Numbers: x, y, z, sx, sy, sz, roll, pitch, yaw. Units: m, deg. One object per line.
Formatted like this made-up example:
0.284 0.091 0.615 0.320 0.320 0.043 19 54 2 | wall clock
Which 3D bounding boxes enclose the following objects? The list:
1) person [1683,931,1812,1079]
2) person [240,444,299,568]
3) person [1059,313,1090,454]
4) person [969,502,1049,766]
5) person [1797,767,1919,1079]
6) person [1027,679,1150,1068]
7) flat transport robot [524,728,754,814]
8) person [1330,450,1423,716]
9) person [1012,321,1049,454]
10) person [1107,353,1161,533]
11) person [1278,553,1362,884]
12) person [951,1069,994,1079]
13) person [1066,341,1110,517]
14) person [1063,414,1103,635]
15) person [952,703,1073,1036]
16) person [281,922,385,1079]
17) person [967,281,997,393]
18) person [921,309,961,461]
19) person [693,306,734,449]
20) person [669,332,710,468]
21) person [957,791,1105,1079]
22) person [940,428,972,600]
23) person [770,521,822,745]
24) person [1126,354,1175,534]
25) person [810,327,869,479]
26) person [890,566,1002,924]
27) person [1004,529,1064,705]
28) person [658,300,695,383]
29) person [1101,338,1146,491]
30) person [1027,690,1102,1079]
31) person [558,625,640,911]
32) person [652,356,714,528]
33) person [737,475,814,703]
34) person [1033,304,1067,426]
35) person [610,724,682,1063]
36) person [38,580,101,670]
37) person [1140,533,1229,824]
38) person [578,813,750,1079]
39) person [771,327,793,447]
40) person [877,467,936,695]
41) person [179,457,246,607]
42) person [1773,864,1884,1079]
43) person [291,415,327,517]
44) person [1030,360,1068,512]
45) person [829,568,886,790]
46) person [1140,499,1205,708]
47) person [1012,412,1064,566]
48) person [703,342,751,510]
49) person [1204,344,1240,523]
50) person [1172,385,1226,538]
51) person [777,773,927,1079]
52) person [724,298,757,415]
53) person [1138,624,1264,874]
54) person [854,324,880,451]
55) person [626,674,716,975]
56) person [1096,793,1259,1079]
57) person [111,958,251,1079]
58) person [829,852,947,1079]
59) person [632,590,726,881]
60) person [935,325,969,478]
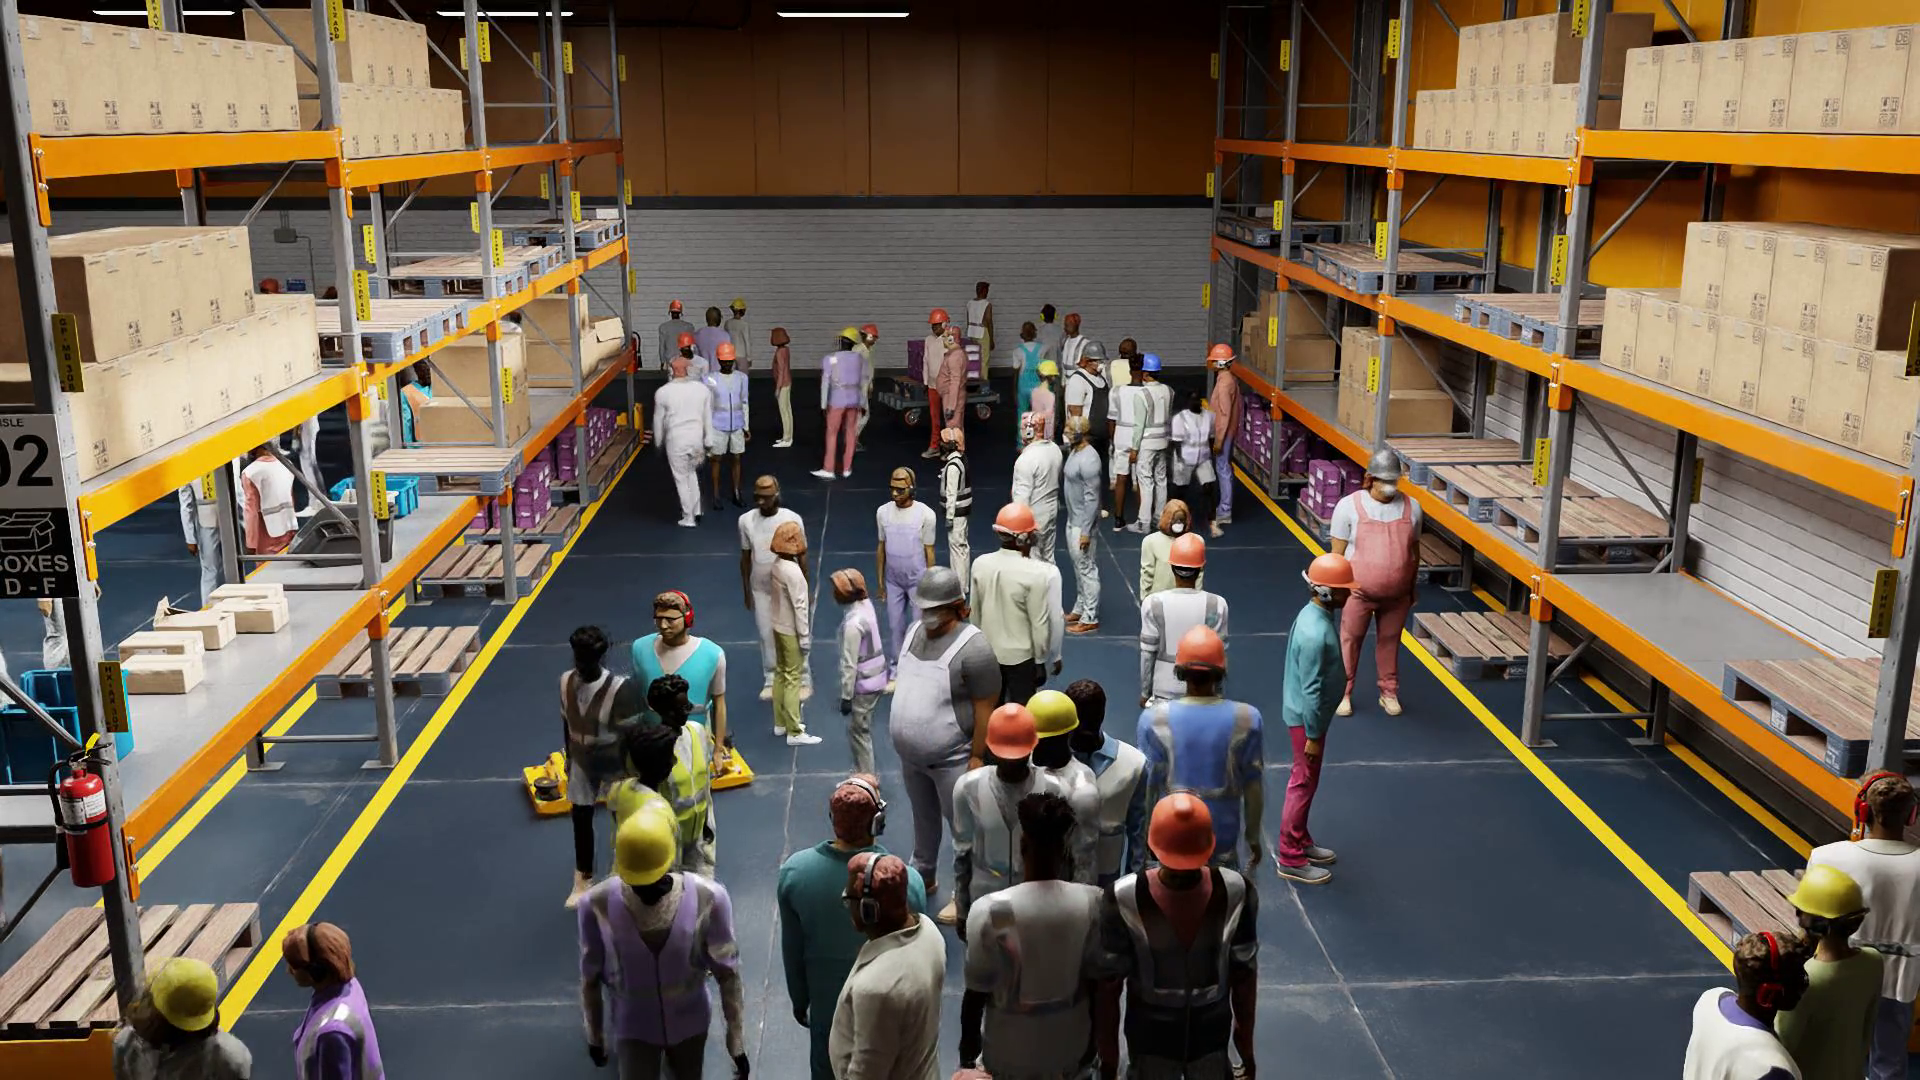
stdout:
2.597 2.168 5.596 0.389 1.846 0.567 0 14 0 | person
-5.859 -0.048 14.180 0.405 1.909 0.597 3 15 13 | person
1.536 -2.093 22.266 0.374 1.879 0.589 -7 16 -26 | person
0.337 0.731 10.940 0.612 1.994 0.395 12 18 39 | person
3.749 1.847 6.882 0.560 1.836 0.394 4 15 15 | person
0.580 1.560 7.838 0.591 1.919 0.390 2 14 9 | person
-2.171 1.536 11.217 1.431 0.197 0.652 -6 15 -21 | flat transport robot
3.124 0.328 12.430 0.689 2.000 0.538 -1 14 -2 | person
0.931 -1.980 21.943 0.496 1.807 0.876 -2 14 -6 | person
1.886 -1.049 18.010 0.607 1.958 0.378 5 15 17 | person
2.101 1.037 9.773 0.409 1.987 0.607 3 15 13 | person
0.055 2.383 4.665 0.644 1.896 0.400 -9 17 -31 | person
1.469 -1.211 18.473 0.535 2.000 0.681 8 16 29 | person
1.058 -0.138 14.467 0.362 1.936 0.631 -1 14 -5 | person
0.234 1.642 7.506 0.546 1.930 0.386 1 14 5 | person
-2.251 2.152 6.093 0.315 1.631 0.524 -5 15 -19 | person
0.331 -3.247 26.862 0.390 1.841 0.566 -12 19 -40 | person
-0.253 -2.037 21.804 0.617 1.993 0.396 12 19 39 | person
-3.313 -2.188 22.514 0.627 1.940 0.373 7 16 26 | person
-3.471 -1.791 21.323 0.564 1.751 0.342 4 15 15 | person
0.286 1.919 6.384 0.646 1.940 0.473 -5 15 -20 | person
-0.039 -0.240 15.481 0.314 1.633 0.518 2 14 8 | person
-1.205 0.659 11.938 0.282 1.636 0.500 -7 16 -26 | person
2.057 -1.043 17.997 0.386 1.948 0.601 13 19 42 | person
-1.496 -1.707 20.756 0.765 1.871 0.419 -6 16 -24 | person
-0.139 1.128 9.293 0.688 2.000 0.539 14 20 43 | person
0.380 0.770 11.124 0.596 1.848 0.687 6 16 23 | person
-4.230 -2.716 24.950 0.563 1.753 0.327 -3 15 -11 | person
2.008 -1.505 20.023 0.621 1.845 0.429 6 15 21 | person
0.437 1.600 7.688 0.396 1.918 0.589 -5 15 -19 | person
-2.024 1.242 9.593 0.548 1.668 0.716 6 16 23 | person
-3.069 -1.079 18.284 0.637 1.880 0.598 -11 18 -36 | person
-1.415 0.376 12.707 0.542 1.819 0.459 2 14 8 | person
1.284 -2.444 23.750 0.522 1.817 0.926 0 14 -1 | person
-1.462 1.682 7.831 0.392 1.667 0.580 -8 16 -27 | person
-6.739 0.353 12.538 0.372 1.940 0.630 2 14 9 | person
1.386 0.910 10.351 0.543 1.939 0.360 2 14 6 | person
-1.139 1.927 6.458 0.622 1.875 0.847 -3 15 -13 | person
-2.436 -2.085 22.714 0.279 1.634 0.497 1 14 5 | person
-0.416 0.328 12.852 0.501 1.839 0.340 6 16 23 | person
-6.442 -0.102 14.390 0.398 1.909 0.600 8 16 30 | person
3.175 2.052 6.225 0.526 1.762 0.339 -7 16 -25 | person
-7.416 -1.189 18.771 0.360 1.858 0.517 -1 14 -2 | person
1.024 -1.171 18.882 0.585 1.747 0.539 -7 16 -27 | person
-0.659 0.949 10.844 0.354 1.617 0.559 1 14 2 | person
1.606 0.485 12.632 0.497 1.632 0.289 -2 14 -10 | person
0.654 -0.197 14.781 0.399 1.900 0.644 9 17 30 | person
-2.654 -1.307 19.053 0.548 1.936 0.378 -7 16 -25 | person
2.899 -1.182 18.447 0.396 1.993 0.618 4 15 15 | person
2.521 -0.831 17.758 0.544 1.648 0.836 -4 15 -17 | person
-0.394 1.852 6.716 0.638 1.909 0.408 4 15 17 | person
-3.337 -2.767 25.129 0.526 1.769 0.329 11 18 37 | person
1.157 1.437 8.096 0.643 2.030 0.717 3 15 10 | person
-1.325 -2.061 22.456 0.514 1.709 0.583 1 14 5 | person
-1.466 1.494 8.536 0.320 1.698 0.531 9 17 31 | person
0.825 1.897 6.306 0.611 2.031 0.408 -1 14 -5 | person
-2.746 2.195 5.784 0.668 1.700 0.361 3 15 10 | person
-0.272 2.031 6.052 0.401 1.894 0.653 4 15 14 | person
-1.600 1.167 9.521 0.564 1.848 0.388 3 15 11 | person
-0.103 -1.723 20.749 0.409 1.907 0.651 2 14 6 | person
